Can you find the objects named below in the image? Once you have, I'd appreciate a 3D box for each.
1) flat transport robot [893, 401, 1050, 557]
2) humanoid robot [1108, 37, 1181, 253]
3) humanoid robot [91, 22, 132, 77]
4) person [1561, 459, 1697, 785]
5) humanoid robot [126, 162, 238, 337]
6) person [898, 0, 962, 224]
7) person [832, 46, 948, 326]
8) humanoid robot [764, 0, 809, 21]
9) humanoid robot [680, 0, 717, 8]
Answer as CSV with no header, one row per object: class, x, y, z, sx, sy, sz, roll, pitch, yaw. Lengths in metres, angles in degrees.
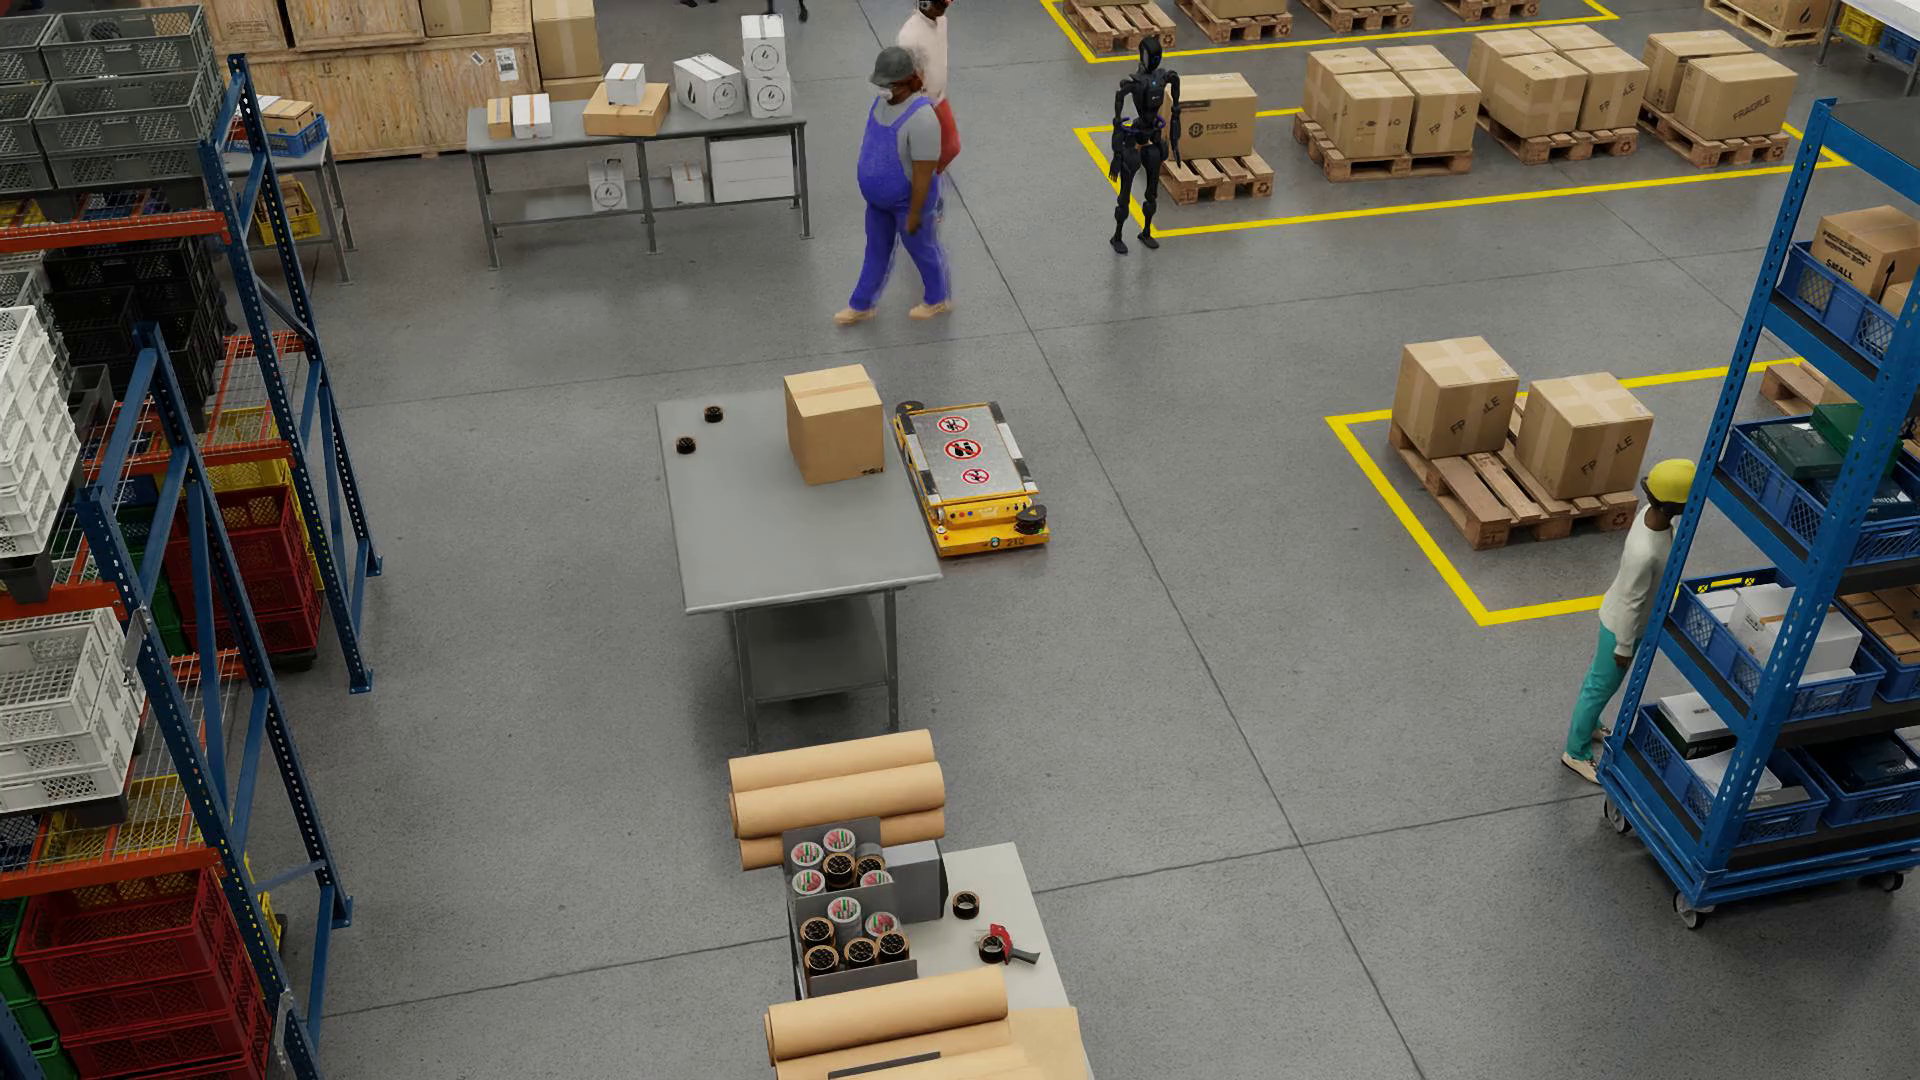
flat transport robot,0.046,-0.430,10.108,0.652,0.197,1.431,-8,37,-10
humanoid robot,1.356,-2.906,12.279,0.562,1.650,0.357,-14,39,-18
humanoid robot,-6.185,-3.071,12.489,0.312,1.657,0.615,-23,43,-28
person,3.155,0.368,7.800,0.295,1.772,0.532,18,40,22
humanoid robot,-5.246,-2.084,11.162,0.597,1.657,0.317,6,37,8
person,-0.231,-3.326,12.603,0.451,1.971,0.601,24,43,29
person,-0.450,-2.382,11.273,0.838,2.000,0.698,-22,42,-27
humanoid robot,-1.809,-5.926,16.354,0.680,1.629,0.363,-10,38,-13
humanoid robot,-2.731,-6.253,16.769,0.608,1.653,0.321,-19,41,-24
